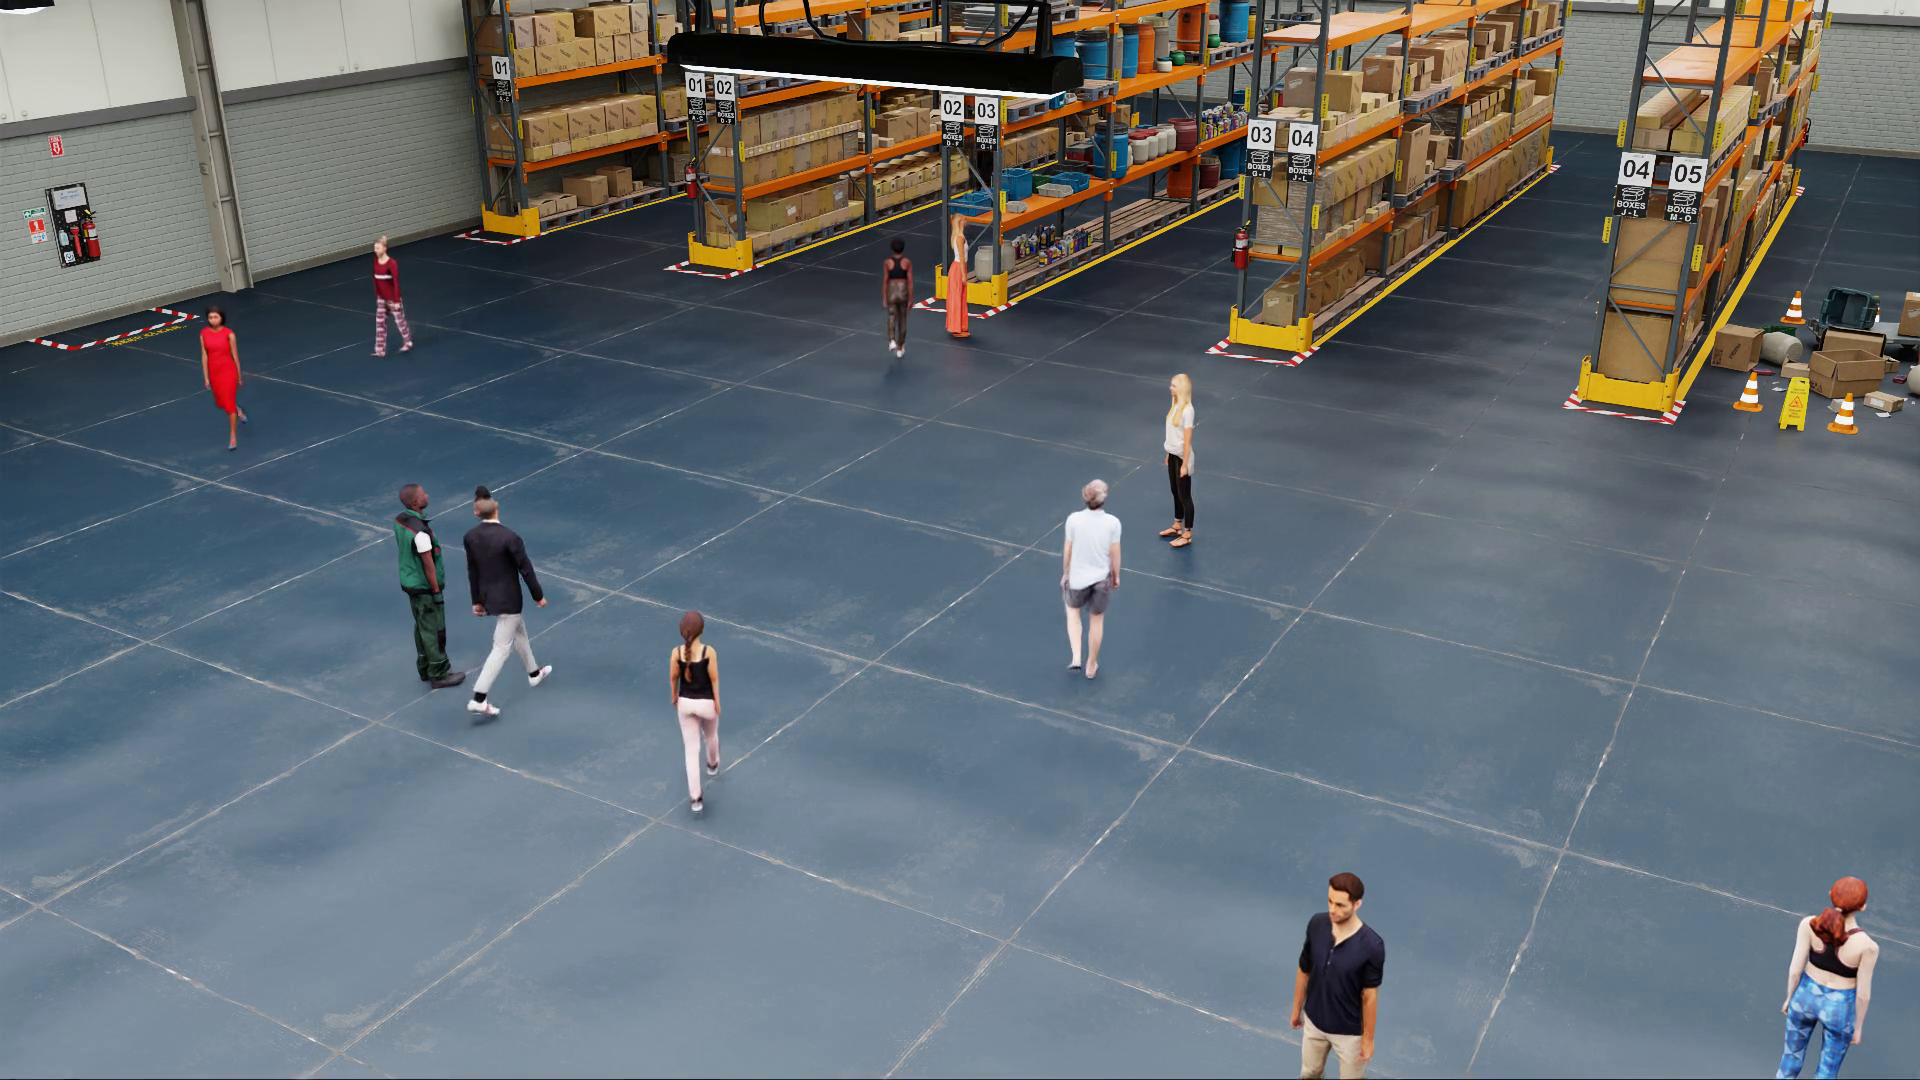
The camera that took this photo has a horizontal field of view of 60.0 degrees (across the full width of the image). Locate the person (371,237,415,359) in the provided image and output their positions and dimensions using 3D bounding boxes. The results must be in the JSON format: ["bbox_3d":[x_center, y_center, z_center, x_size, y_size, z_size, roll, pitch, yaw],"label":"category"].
[{"bbox_3d":[-7.969,-3.407,23.387,0.736,1.656,1.056,9,25,20],"label":"person"}]

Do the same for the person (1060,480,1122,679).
[{"bbox_3d":[1.104,0.382,14.275,0.790,1.815,0.814,2,23,5],"label":"person"}]

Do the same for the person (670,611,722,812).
[{"bbox_3d":[-1.980,1.299,12.498,0.910,1.519,1.103,-1,23,-2],"label":"person"}]

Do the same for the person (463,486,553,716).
[{"bbox_3d":[-3.865,0.532,13.800,0.733,1.910,1.237,13,26,29],"label":"person"}]

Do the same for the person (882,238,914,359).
[{"bbox_3d":[-0.872,-3.363,23.246,0.725,1.687,0.806,2,23,4],"label":"person"}]

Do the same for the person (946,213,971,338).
[{"bbox_3d":[-0.022,-3.881,24.318,0.782,1.801,0.693,-2,23,-4],"label":"person"}]

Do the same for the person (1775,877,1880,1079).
[{"bbox_3d":[4.709,2.604,9.091,0.628,1.784,0.645,21,31,40],"label":"person"}]

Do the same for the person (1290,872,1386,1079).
[{"bbox_3d":[2.057,2.595,9.018,0.672,1.856,0.593,18,29,36],"label":"person"}]

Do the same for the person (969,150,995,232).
[{"bbox_3d":[0.426,-6.507,30.528,0.575,1.773,1.044,13,26,27],"label":"person"}]

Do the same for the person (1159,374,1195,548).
[{"bbox_3d":[2.285,-0.840,17.140,0.724,1.823,0.668,-7,24,-15],"label":"person"}]

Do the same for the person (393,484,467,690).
[{"bbox_3d":[-4.594,0.382,14.244,0.734,1.840,0.762,-18,29,-36],"label":"person"}]

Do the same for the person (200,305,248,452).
[{"bbox_3d":[-8.804,-1.969,19.923,0.902,1.721,1.067,-1,23,-4],"label":"person"}]
